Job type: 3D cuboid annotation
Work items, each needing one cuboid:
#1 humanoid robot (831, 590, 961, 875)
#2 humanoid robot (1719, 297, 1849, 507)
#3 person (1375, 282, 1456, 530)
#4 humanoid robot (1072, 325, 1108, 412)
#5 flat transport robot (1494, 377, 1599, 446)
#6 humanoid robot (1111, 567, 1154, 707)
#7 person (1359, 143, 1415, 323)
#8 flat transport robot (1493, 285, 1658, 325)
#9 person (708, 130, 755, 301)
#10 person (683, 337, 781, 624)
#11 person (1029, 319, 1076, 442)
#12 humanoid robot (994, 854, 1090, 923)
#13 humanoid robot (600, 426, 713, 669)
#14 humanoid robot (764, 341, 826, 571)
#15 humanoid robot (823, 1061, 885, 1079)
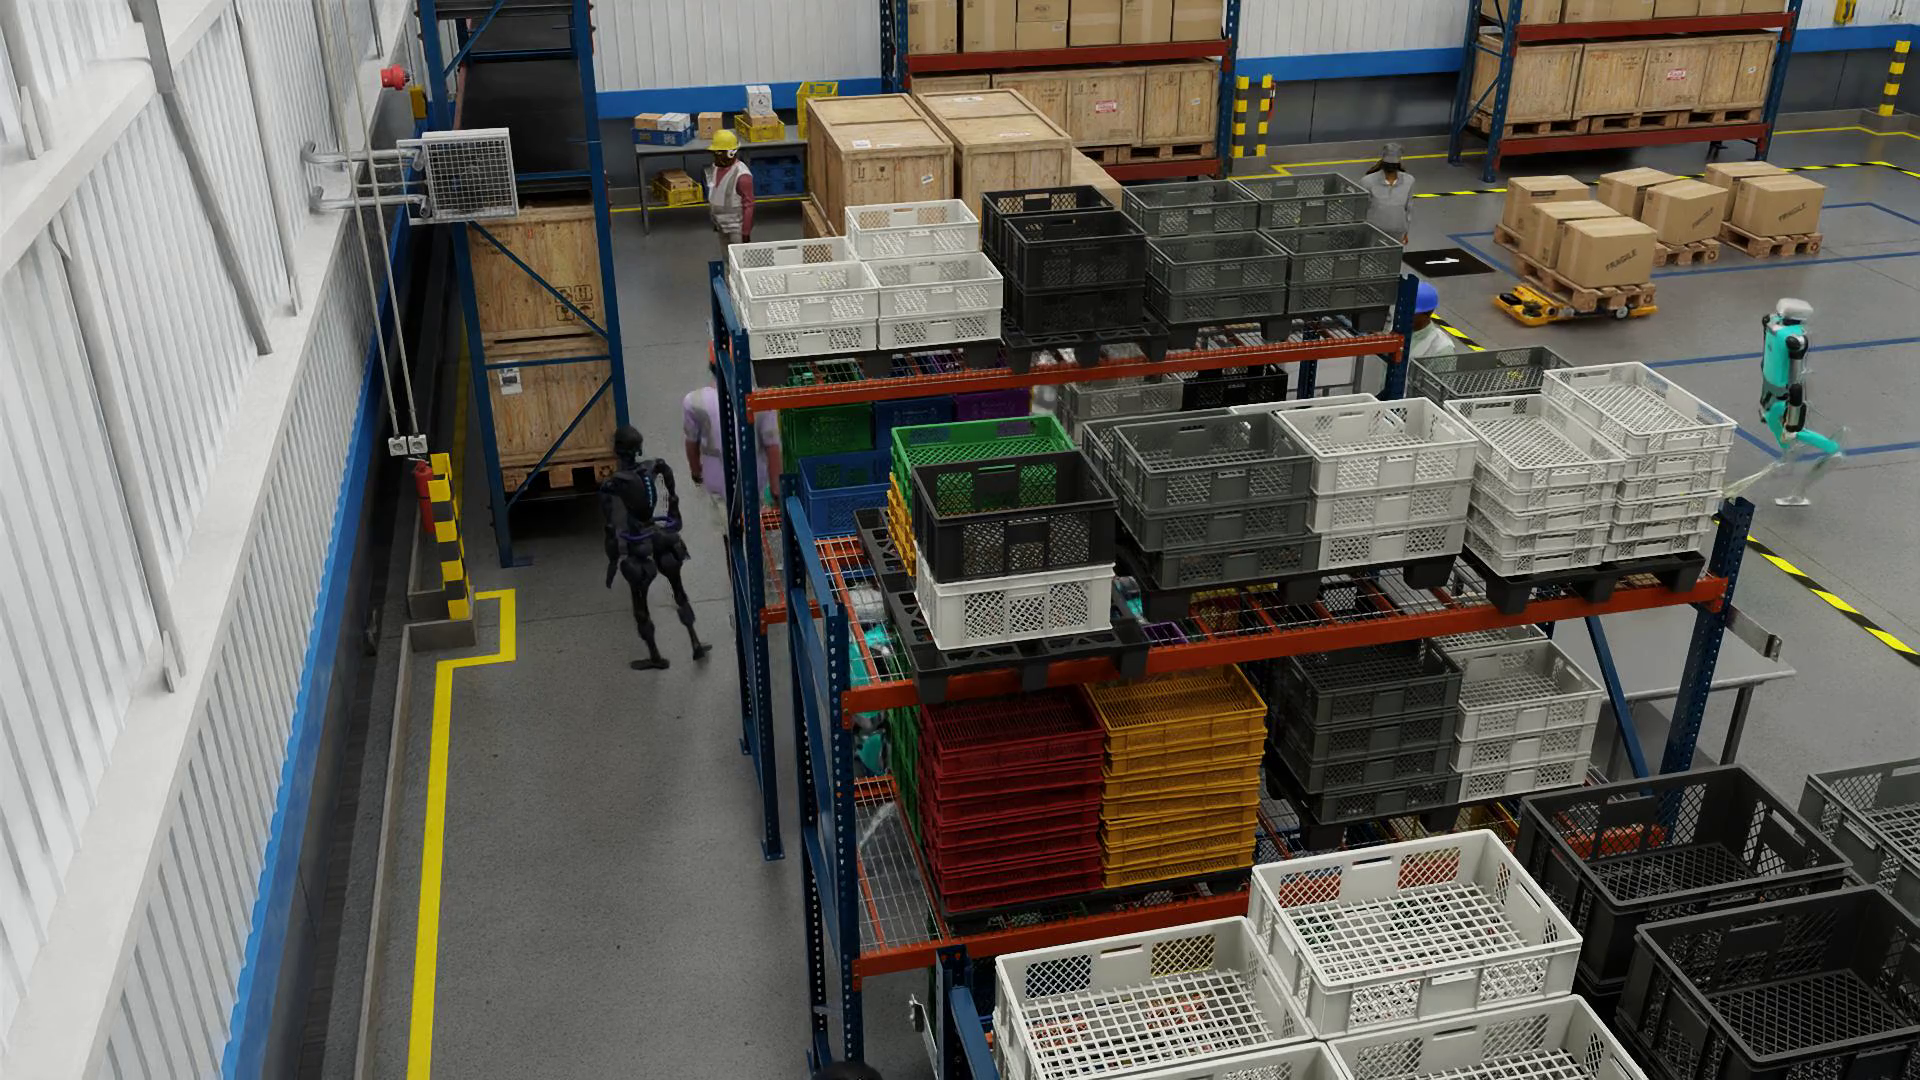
[{"bbox_3d":[-0.271,1.023,8.587,0.858,1.796,0.553,-16,32,-27],"label":"humanoid robot"},{"bbox_3d":[6.183,-0.949,12.250,0.958,1.729,0.536,0,28,0],"label":"humanoid robot"},{"bbox_3d":[3.253,-0.946,12.051,0.412,1.939,0.609,-14,31,-25],"label":"person"},{"bbox_3d":[0.936,-1.098,12.665,0.611,1.621,0.810,22,35,36],"label":"humanoid robot"},{"bbox_3d":[4.780,-1.036,14.013,0.659,0.231,1.431,-6,28,-12],"label":"flat transport robot"},{"bbox_3d":[1.091,0.865,8.830,1.043,1.721,0.552,-8,29,-15],"label":"humanoid robot"},{"bbox_3d":[4.067,-2.961,16.054,0.574,1.767,0.394,-3,28,-6],"label":"person"},{"bbox_3d":[6.137,-2.396,16.563,1.431,0.197,0.652,-6,28,-12],"label":"flat transport robot"},{"bbox_3d":[-2.230,-3.089,16.229,0.404,1.834,0.590,-20,34,-33],"label":"person"},{"bbox_3d":[-1.507,-0.454,11.057,0.608,1.986,1.045,-6,28,-12],"label":"person"},{"bbox_3d":[0.646,-0.846,11.967,0.946,1.841,0.577,2,28,3],"label":"person"},{"bbox_3d":[0.389,1.421,7.887,0.771,1.882,0.561,5,28,10],"label":"humanoid robot"},{"bbox_3d":[-1.905,0.075,10.400,0.589,1.646,0.458,-25,37,-39],"label":"humanoid robot"},{"bbox_3d":[-1.261,-0.511,11.484,0.771,1.822,0.538,-2,28,-5],"label":"humanoid robot"},{"bbox_3d":[-0.460,2.447,5.911,0.429,1.639,0.614,0,28,0],"label":"humanoid robot"}]
